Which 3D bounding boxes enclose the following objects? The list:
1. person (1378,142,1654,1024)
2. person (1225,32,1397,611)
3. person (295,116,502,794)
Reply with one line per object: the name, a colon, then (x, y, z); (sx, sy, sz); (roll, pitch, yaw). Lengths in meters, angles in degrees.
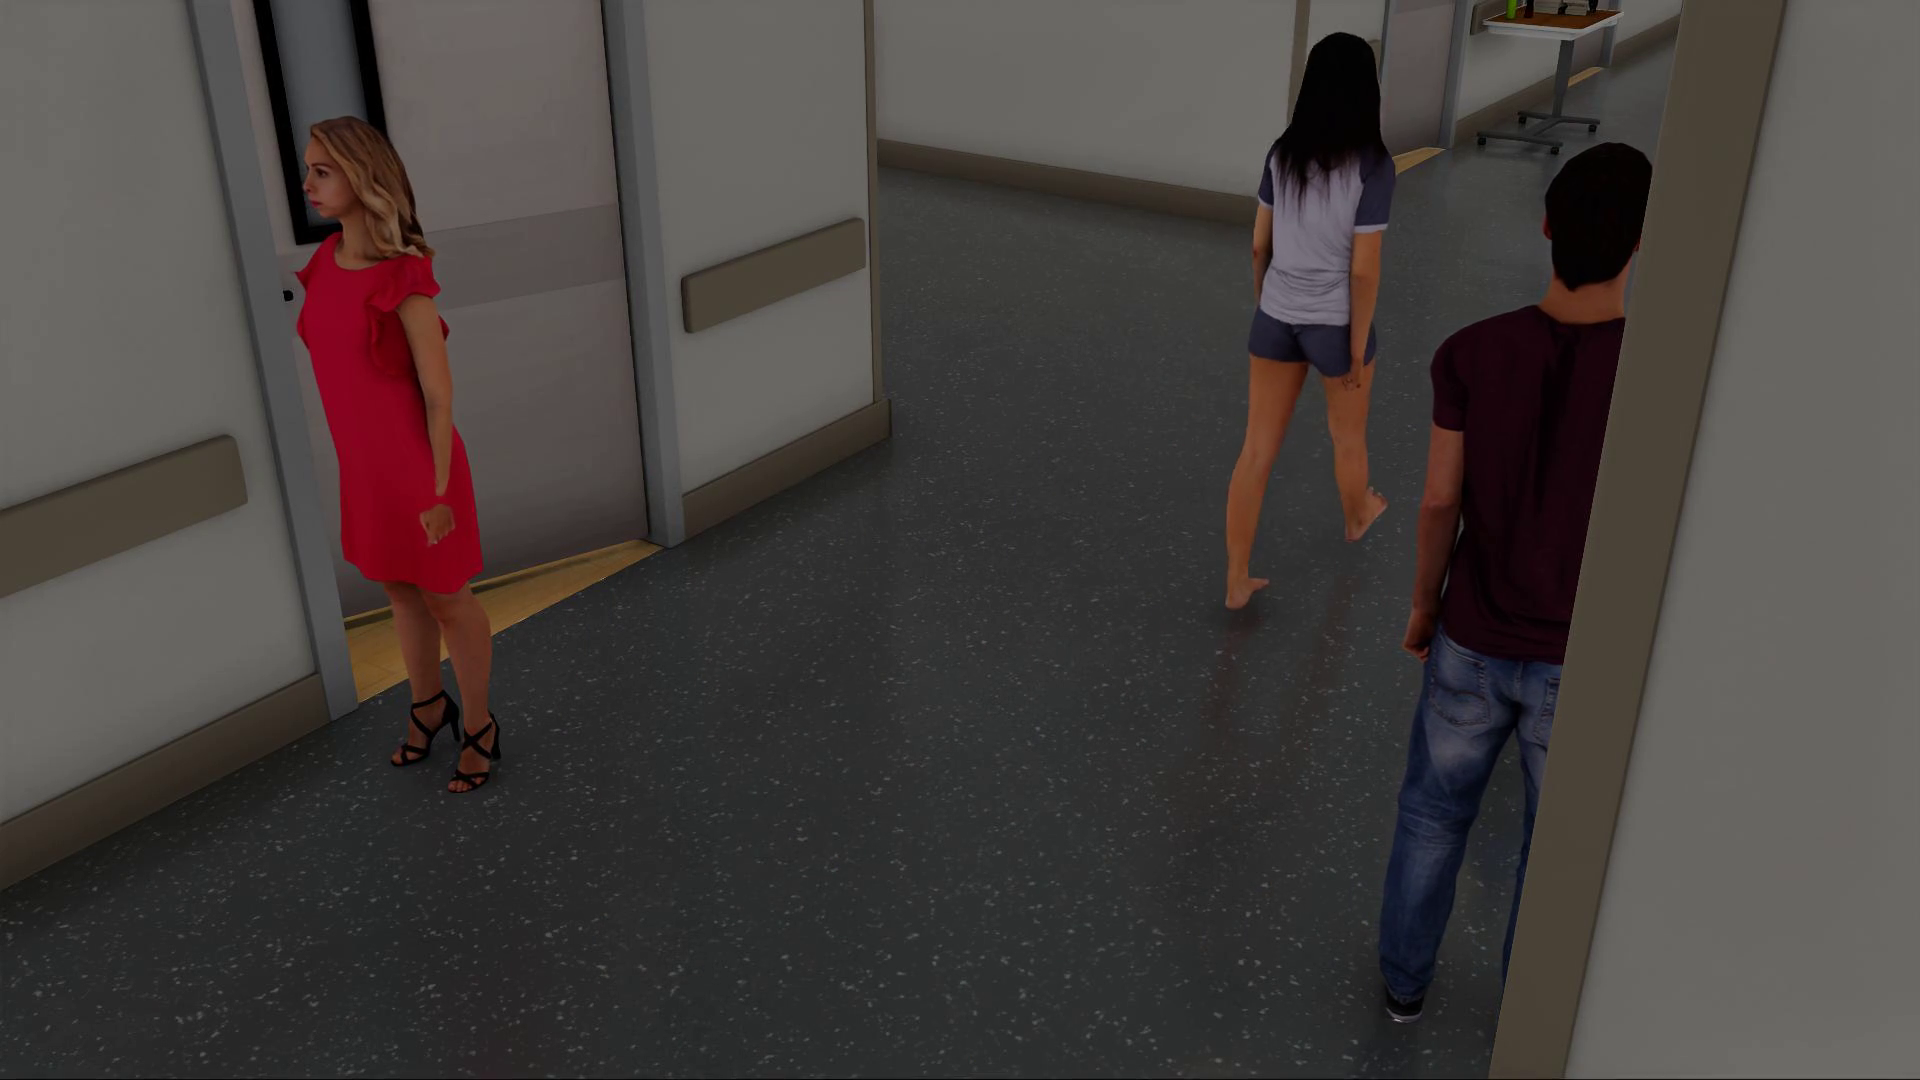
person: (1.102, 0.177, 3.190); (0.644, 1.848, 0.547); (15, 30, 29)
person: (1.001, -0.576, 4.951); (0.590, 1.675, 1.103); (17, 31, 31)
person: (-1.352, -0.177, 4.063); (0.568, 1.728, 0.536); (19, 31, 33)
